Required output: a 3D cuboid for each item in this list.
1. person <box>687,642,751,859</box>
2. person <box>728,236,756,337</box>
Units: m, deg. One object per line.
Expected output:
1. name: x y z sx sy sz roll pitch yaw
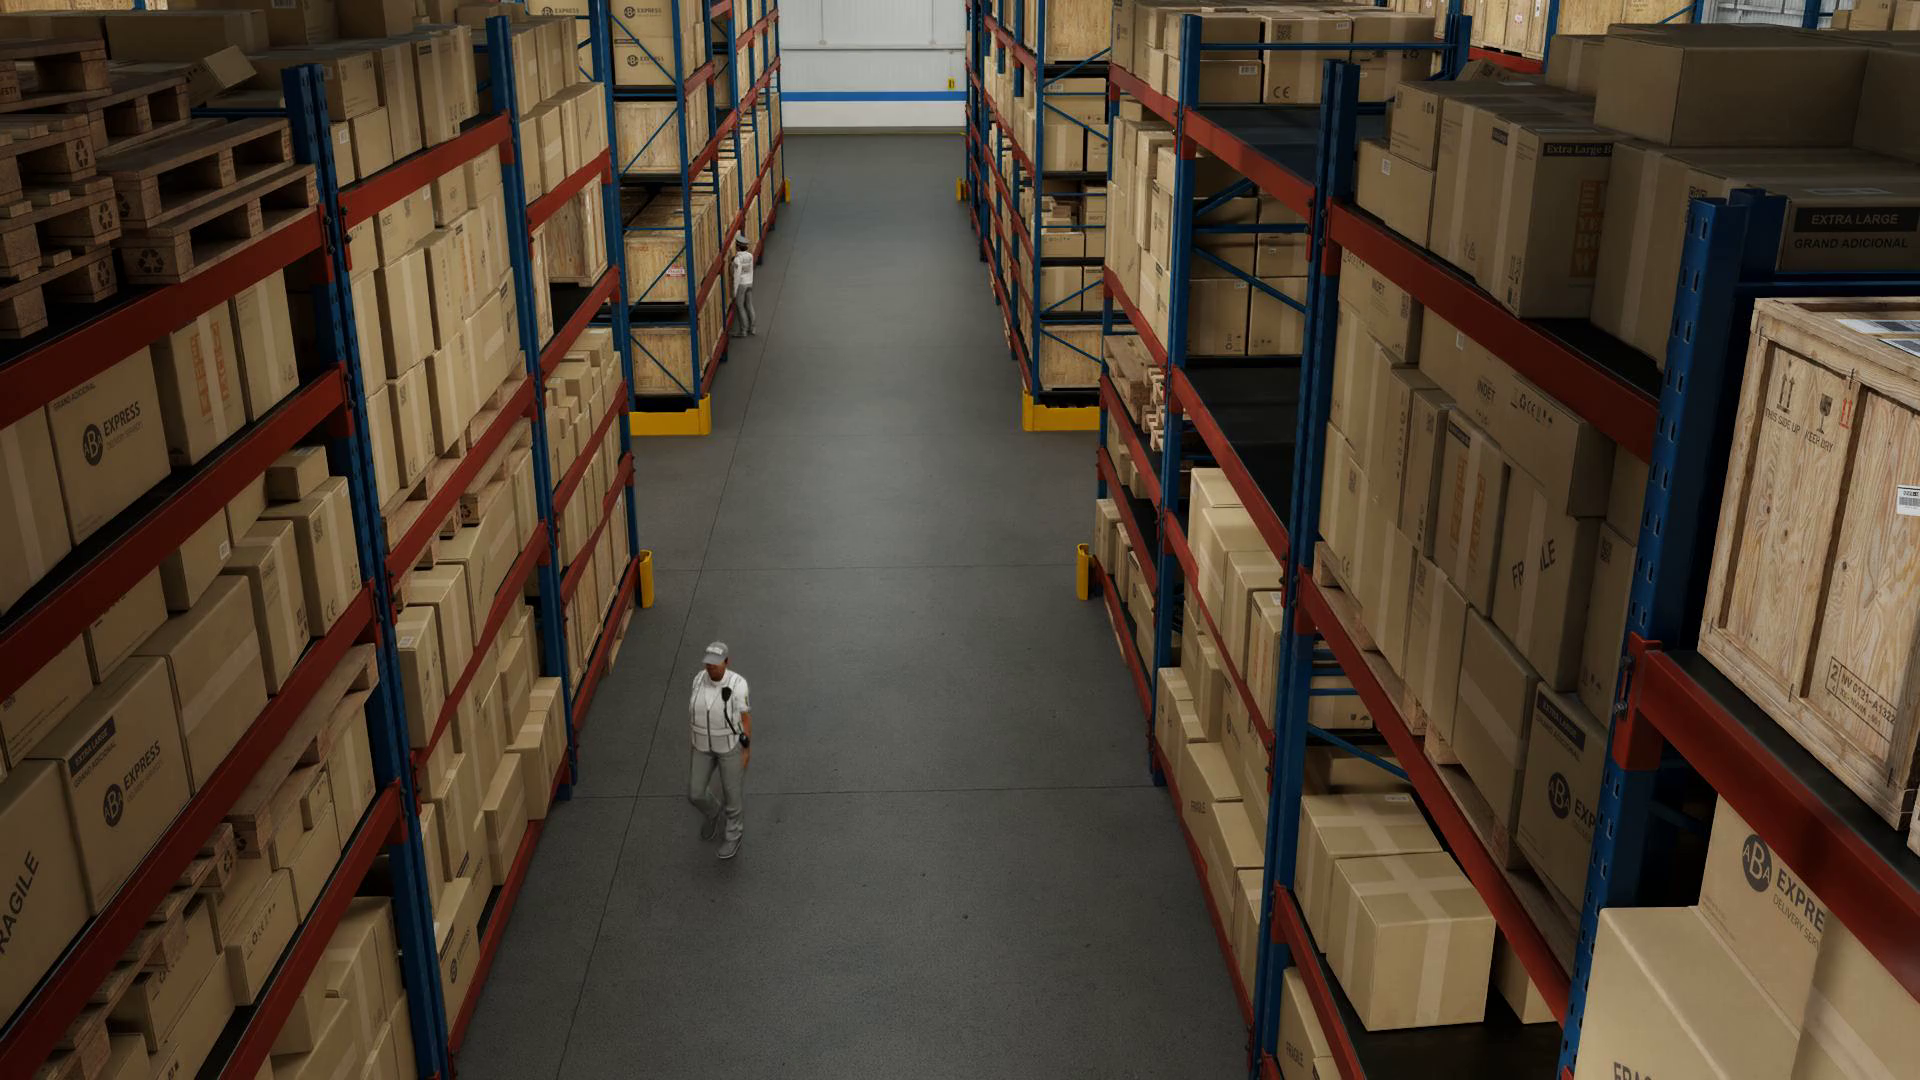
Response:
1. person: -1.797 1.552 12.452 0.478 1.672 0.451 5 21 13
2. person: -3.679 -4.285 28.097 0.346 1.695 0.471 11 23 28
